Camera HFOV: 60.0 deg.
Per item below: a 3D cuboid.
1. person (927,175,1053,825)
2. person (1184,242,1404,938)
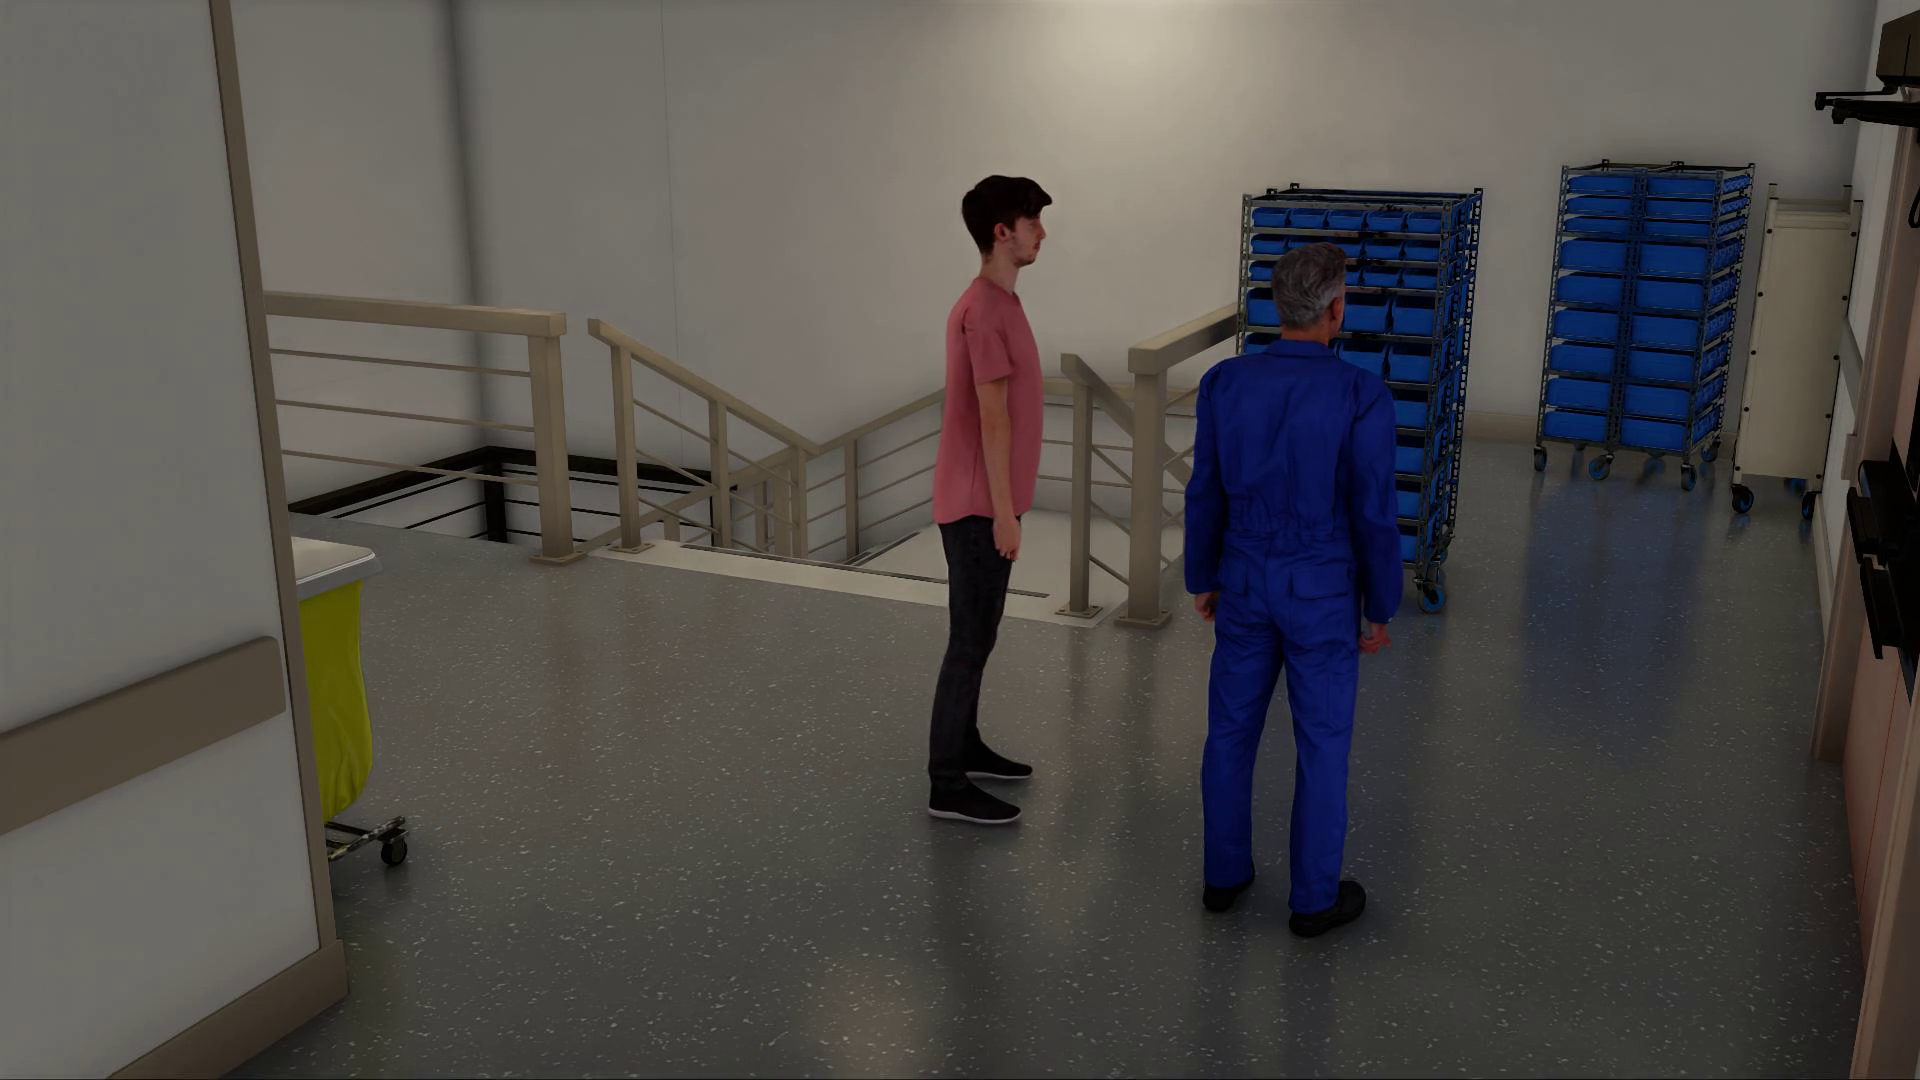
[{"bbox_3d":[0.058,-0.117,5.077,0.759,1.953,0.624,2,16,6],"label":"person"},{"bbox_3d":[0.866,0.138,4.402,0.758,1.829,0.590,10,18,31],"label":"person"}]
